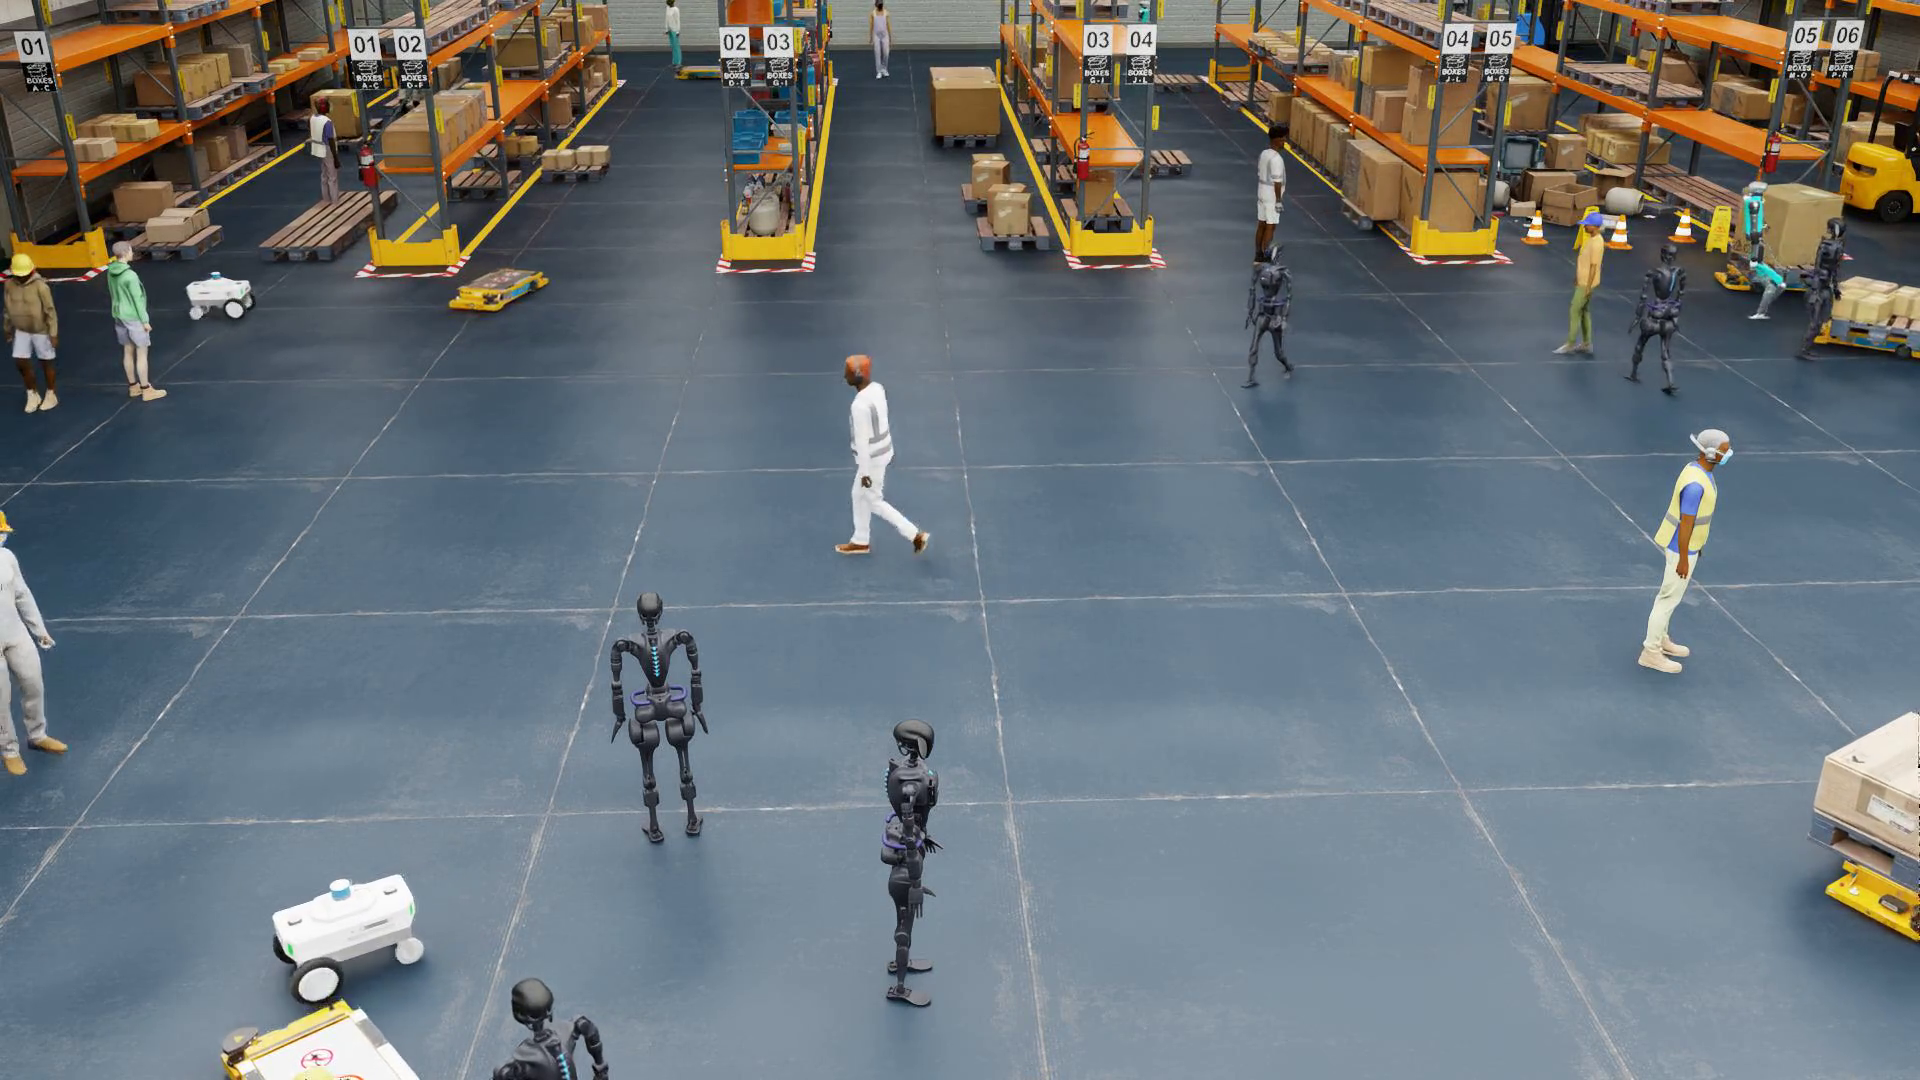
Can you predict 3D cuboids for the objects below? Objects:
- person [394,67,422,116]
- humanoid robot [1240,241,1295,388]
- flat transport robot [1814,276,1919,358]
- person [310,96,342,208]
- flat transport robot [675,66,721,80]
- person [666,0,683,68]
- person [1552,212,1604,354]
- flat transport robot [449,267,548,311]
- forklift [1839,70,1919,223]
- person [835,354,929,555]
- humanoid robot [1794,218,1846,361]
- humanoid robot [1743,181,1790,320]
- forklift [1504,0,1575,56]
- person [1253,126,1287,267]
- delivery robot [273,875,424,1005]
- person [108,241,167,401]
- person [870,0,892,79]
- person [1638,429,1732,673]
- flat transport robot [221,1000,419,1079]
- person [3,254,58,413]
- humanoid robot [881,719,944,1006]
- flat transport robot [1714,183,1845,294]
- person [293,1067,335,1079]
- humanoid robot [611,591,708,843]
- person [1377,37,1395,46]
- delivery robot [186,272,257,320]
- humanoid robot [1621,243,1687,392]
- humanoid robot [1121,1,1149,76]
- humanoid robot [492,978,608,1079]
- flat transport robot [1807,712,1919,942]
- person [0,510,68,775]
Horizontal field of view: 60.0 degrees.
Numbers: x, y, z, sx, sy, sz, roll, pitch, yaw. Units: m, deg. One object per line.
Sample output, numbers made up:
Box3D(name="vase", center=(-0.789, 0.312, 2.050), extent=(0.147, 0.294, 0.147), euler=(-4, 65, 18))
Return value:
Box3D(name="person", center=(-10.873, -8.902, 32.744), extent=(0.546, 1.675, 0.664), euler=(0, 24, -1))
Box3D(name="humanoid robot", center=(3.482, -2.515, 18.456), extent=(0.748, 1.647, 0.595), euler=(-20, 31, -38))
Box3D(name="flat transport robot", center=(10.990, -2.426, 19.923), extent=(1.431, 0.231, 0.659), euler=(15, 28, 30))
Box3D(name="person", center=(-9.896, -5.989, 25.989), extent=(0.563, 1.846, 0.396), euler=(22, 32, 40))
Box3D(name="flat transport robot", center=(-5.979, -11.027, 39.250), extent=(1.431, 0.231, 0.659), euler=(-1, 24, -2))
Box3D(name="person", center=(-7.004, -12.402, 40.497), extent=(0.324, 1.766, 0.532), euler=(-19, 30, -36))
Box3D(name="person", center=(7.282, -2.989, 19.419), extent=(0.467, 1.710, 0.474), euler=(5, 25, 12))
Box3D(name="flat transport robot", center=(-6.064, -3.307, 21.904), extent=(0.659, 0.231, 1.431), euler=(6, 25, 14))
Box3D(name="forklift", center=(15.132, -6.143, 25.915), extent=(2.313, 2.155, 1.214), euler=(-1, 24, -2))
Box3D(name="person", center=(-0.664, -0.685, 14.080), extent=(0.809, 1.848, 0.599), euler=(4, 24, 10))
Box3D(name="humanoid robot", center=(10.019, -2.921, 19.301), extent=(0.588, 1.654, 0.328), euler=(-18, 29, -34))
Box3D(name="humanoid robot", center=(10.011, -3.510, 20.636), extent=(0.795, 1.827, 0.535), euler=(8, 25, 18))
Box3D(name="forklift", center=(14.700, -13.805, 42.301), extent=(1.873, 2.768, 1.129), euler=(-1, 24, -2))
Box3D(name="person", center=(4.319, -4.753, 23.068), extent=(0.368, 1.966, 0.600), euler=(-5, 25, -12))
Box3D(name="delivery robot", center=(-3.426, 2.177, 9.249), extent=(0.812, 0.611, 0.499), euler=(-15, 28, -30))
Box3D(name="person", center=(-8.961, -2.368, 17.994), extent=(0.464, 1.732, 0.327), euler=(14, 27, 28))
Box3D(name="person", center=(-1.864, -11.790, 39.017), extent=(0.517, 1.856, 0.412), euler=(-2, 24, -5))
Box3D(name="person", center=(5.363, 0.068, 12.339), extent=(0.397, 1.886, 0.524), euler=(13, 27, 28))
Box3D(name="flat transport robot", center=(-3.084, 2.772, 8.243), extent=(0.659, 0.231, 1.431), euler=(-20, 31, -37))
Box3D(name="person", center=(-9.833, -2.182, 17.578), extent=(0.617, 1.723, 0.535), euler=(-2, 24, -5))
Box3D(name="humanoid robot", center=(-0.257, 1.690, 8.926), extent=(0.315, 1.657, 0.599), euler=(2, 24, 4))
Box3D(name="flat transport robot", center=(10.979, -3.503, 22.344), extent=(1.431, 0.231, 0.659), euler=(4, 24, 8))
Box3D(name="person", center=(-2.428, 2.787, 6.399), extent=(0.531, 1.749, 0.404), euler=(4, 24, 9))
Box3D(name="humanoid robot", center=(-1.867, 1.083, 10.290), extent=(0.599, 1.657, 0.315), euler=(-6, 25, -14))
Box3D(name="person", center=(10.840, -13.048, 41.947), extent=(0.705, 1.771, 0.642), euler=(0, 24, 0))
Box3D(name="delivery robot", center=(-9.356, -3.090, 21.068), extent=(0.789, 0.598, 0.499), euler=(-2, 24, -4))
Box3D(name="humanoid robot", center=(7.724, -2.453, 18.314), extent=(0.590, 1.637, 0.761), euler=(-7, 25, -15))
Box3D(name="humanoid robot", center=(3.997, -11.765, 39.121), extent=(0.863, 1.785, 0.577), euler=(8, 25, 18))
Box3D(name="humanoid robot", center=(-1.697, 2.554, 7.051), extent=(0.798, 1.616, 0.602), euler=(19, 30, 36))
Box3D(name="flat transport robot", center=(5.929, 1.991, 9.998), extent=(1.431, 0.231, 0.659), euler=(-15, 28, -31))
Box3D(name="person", center=(-6.378, 0.668, 11.036), extent=(0.341, 1.870, 0.615), euler=(11, 26, 23))
